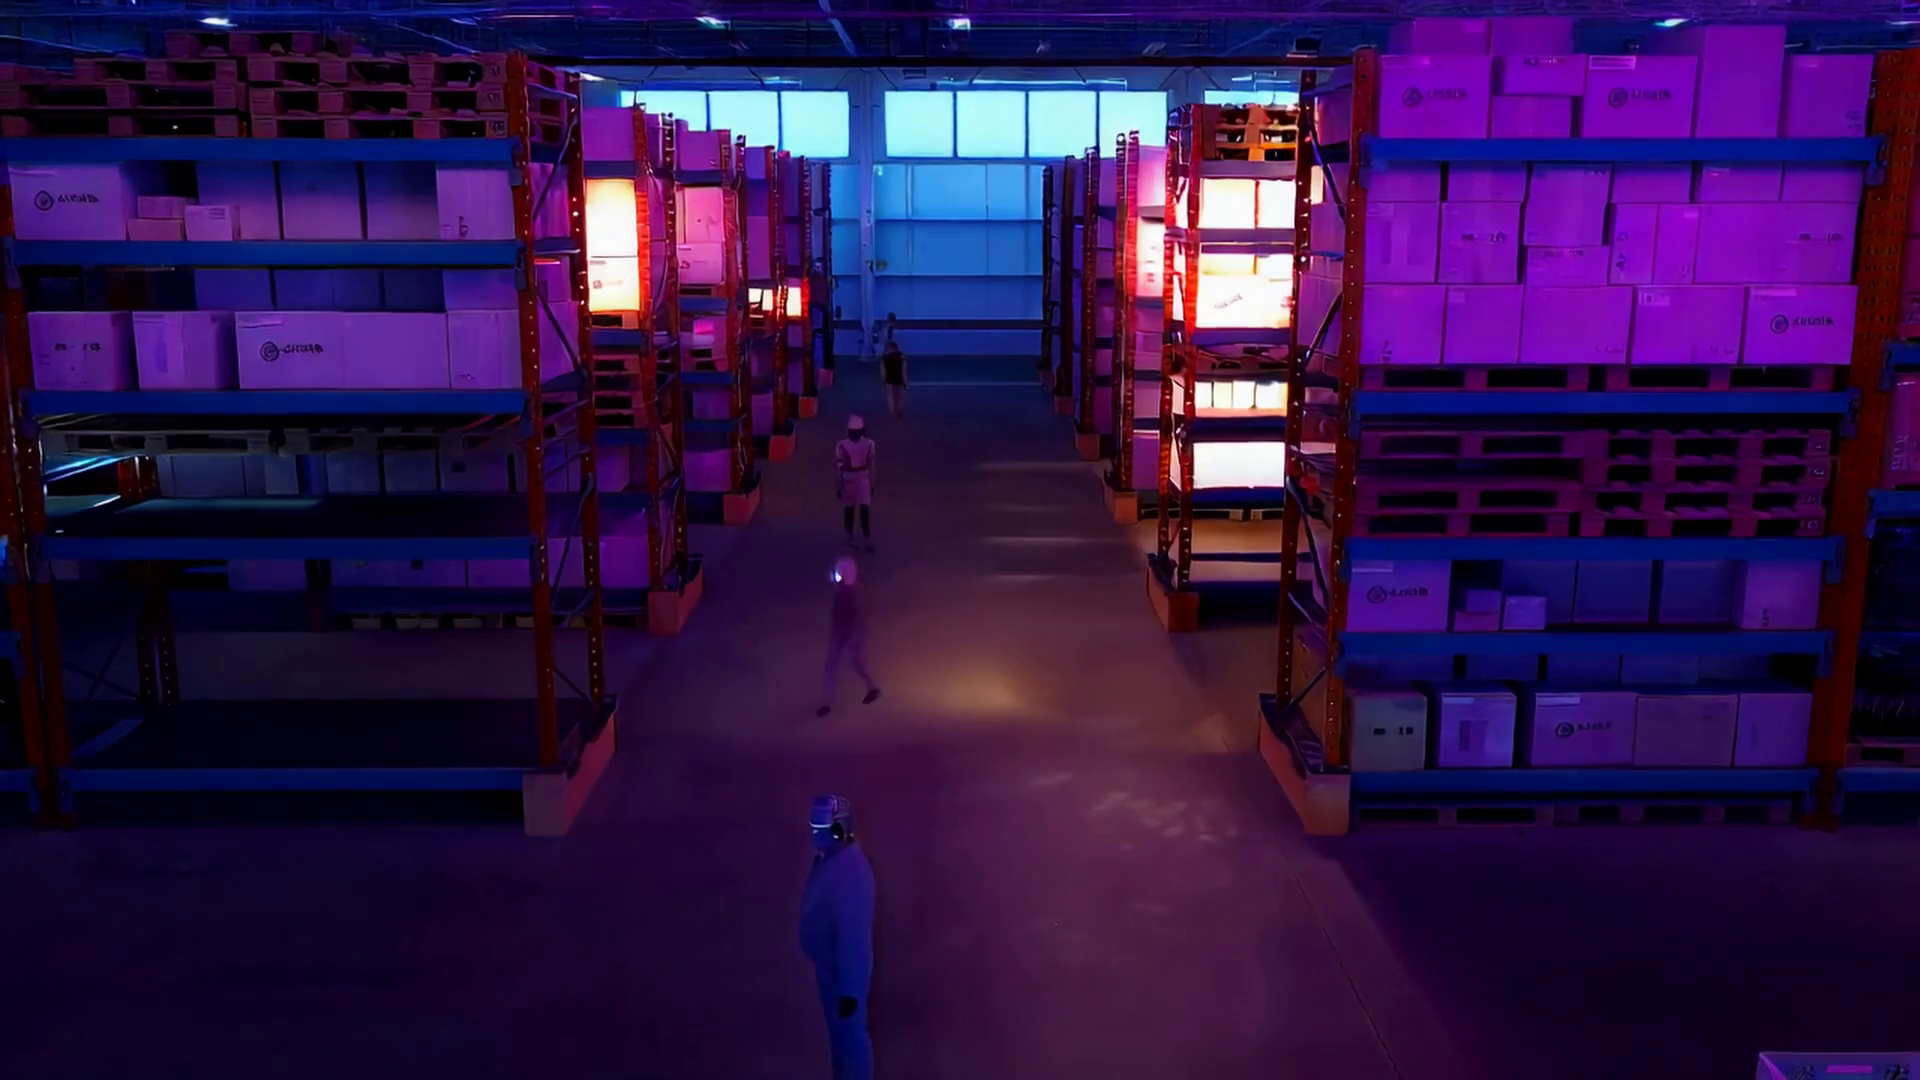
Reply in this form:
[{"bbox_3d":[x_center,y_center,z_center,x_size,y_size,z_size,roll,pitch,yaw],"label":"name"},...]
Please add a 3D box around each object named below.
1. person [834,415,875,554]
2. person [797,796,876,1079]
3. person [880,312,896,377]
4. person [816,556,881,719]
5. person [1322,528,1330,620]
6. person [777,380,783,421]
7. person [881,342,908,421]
[{"bbox_3d":[-1.502,-0.813,23.965,0.627,1.983,1.066,-4,12,-17],"label":"person"},{"bbox_3d":[-0.663,2.273,8.857,0.399,1.909,0.642,-3,12,-16],"label":"person"},{"bbox_3d":[-1.940,-5.669,48.296,0.888,1.879,0.591,-2,12,-11],"label":"person"},{"bbox_3d":[-1.081,0.914,16.344,0.500,1.603,0.738,6,13,26],"label":"person"},{"bbox_3d":[4.280,0.376,18.498,0.800,1.821,0.574,0,11,-2],"label":"person"},{"bbox_3d":[-3.940,-2.940,35.403,0.528,1.622,0.524,2,12,11],"label":"person"},{"bbox_3d":[-1.512,-3.686,38.649,0.621,1.810,0.785,1,11,3],"label":"person"}]
